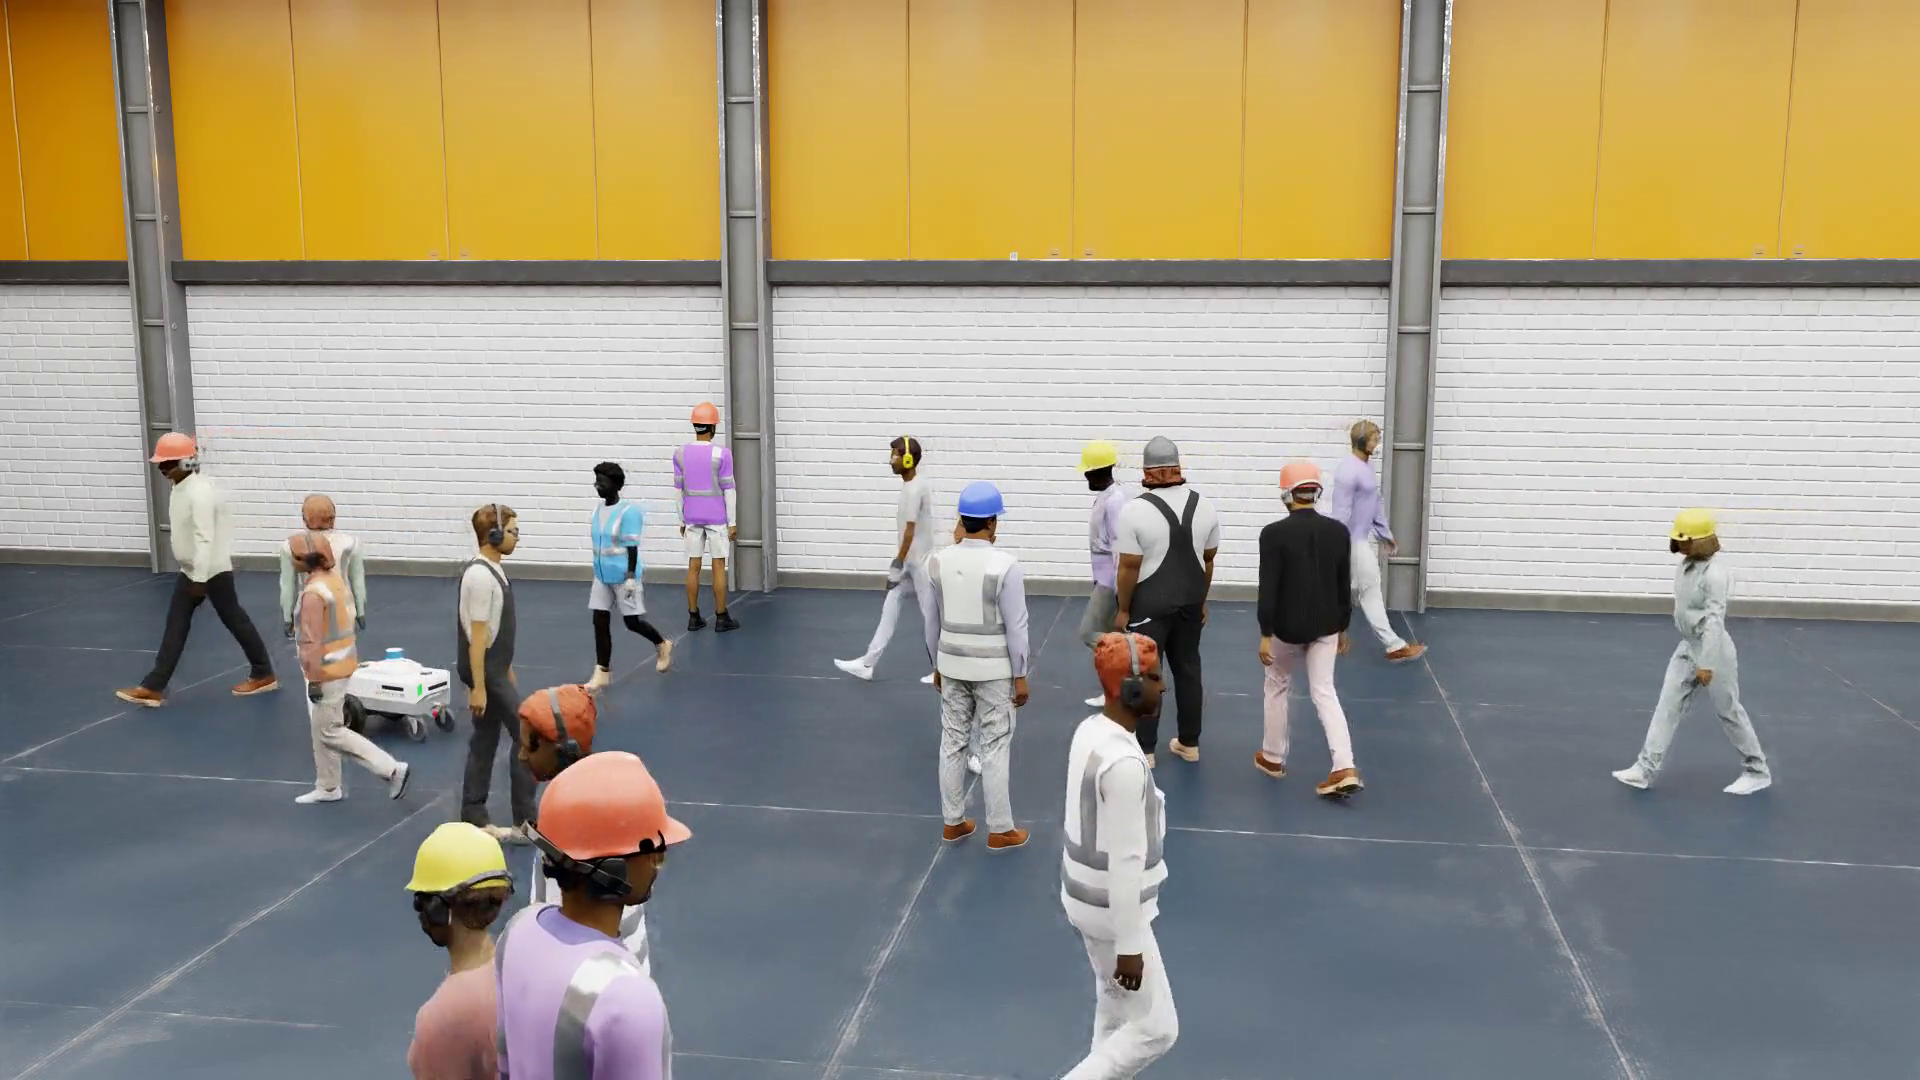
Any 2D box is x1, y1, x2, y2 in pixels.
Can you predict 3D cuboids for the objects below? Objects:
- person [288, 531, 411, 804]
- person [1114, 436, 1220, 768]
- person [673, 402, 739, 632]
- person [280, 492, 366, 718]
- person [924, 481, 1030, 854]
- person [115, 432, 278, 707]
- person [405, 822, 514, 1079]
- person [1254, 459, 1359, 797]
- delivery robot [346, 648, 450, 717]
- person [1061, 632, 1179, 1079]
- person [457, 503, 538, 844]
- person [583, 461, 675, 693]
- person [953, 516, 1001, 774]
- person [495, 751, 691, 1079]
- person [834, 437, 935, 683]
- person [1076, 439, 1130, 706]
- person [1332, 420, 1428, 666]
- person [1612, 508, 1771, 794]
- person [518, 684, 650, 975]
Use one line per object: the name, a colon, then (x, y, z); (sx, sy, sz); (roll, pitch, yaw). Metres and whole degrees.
person: (-3.441, 0.732, 9.302); (0.625, 1.614, 0.538); (-1, 9, -7)
person: (1.214, 0.369, 10.221); (0.684, 2.000, 0.536); (-4, 10, -24)
person: (-2.122, -0.187, 13.968); (0.545, 1.938, 0.358); (2, 10, 15)
person: (-4.060, 0.511, 10.649); (0.522, 1.623, 0.644); (-4, 10, -26)
person: (0.096, 0.663, 8.686); (0.604, 1.949, 0.389); (6, 11, 32)
person: (-5.330, 0.202, 11.604); (1.081, 1.922, 0.629); (-9, 13, -44)
person: (-1.145, 1.535, 3.923); (0.368, 1.738, 0.549); (1, 9, 8)
person: (2.048, 0.510, 9.680); (0.636, 1.946, 0.937); (-3, 10, -16)
delivery robot: (-3.700, 0.952, 10.908); (0.707, 0.478, 0.477); (4, 10, 23)
person: (0.500, 1.222, 5.493); (0.461, 1.865, 0.598); (-1, 9, -5)
person: (-2.349, 0.717, 8.765); (0.713, 1.816, 0.538); (-2, 9, -12)
person: (-2.449, 0.244, 12.111); (0.535, 1.674, 0.719); (7, 11, 35)
person: (0.137, 0.601, 10.119); (0.506, 1.605, 0.729); (-7, 11, -35)
person: (-0.752, 1.448, 3.560); (0.396, 2.042, 0.610); (-7, 12, -37)
person: (-0.432, 0.168, 12.123); (0.959, 1.821, 0.541); (-1, 9, -7)
person: (1.002, 0.248, 11.392); (0.431, 1.899, 0.641); (1, 9, 8)
person: (3.135, 0.017, 12.850); (1.025, 1.886, 0.651); (4, 10, 23)
person: (4.275, 0.650, 9.572); (0.927, 1.688, 0.519); (-1, 9, -7)
person: (-1.022, 1.322, 4.894); (0.677, 1.866, 0.583); (0, 9, -1)
